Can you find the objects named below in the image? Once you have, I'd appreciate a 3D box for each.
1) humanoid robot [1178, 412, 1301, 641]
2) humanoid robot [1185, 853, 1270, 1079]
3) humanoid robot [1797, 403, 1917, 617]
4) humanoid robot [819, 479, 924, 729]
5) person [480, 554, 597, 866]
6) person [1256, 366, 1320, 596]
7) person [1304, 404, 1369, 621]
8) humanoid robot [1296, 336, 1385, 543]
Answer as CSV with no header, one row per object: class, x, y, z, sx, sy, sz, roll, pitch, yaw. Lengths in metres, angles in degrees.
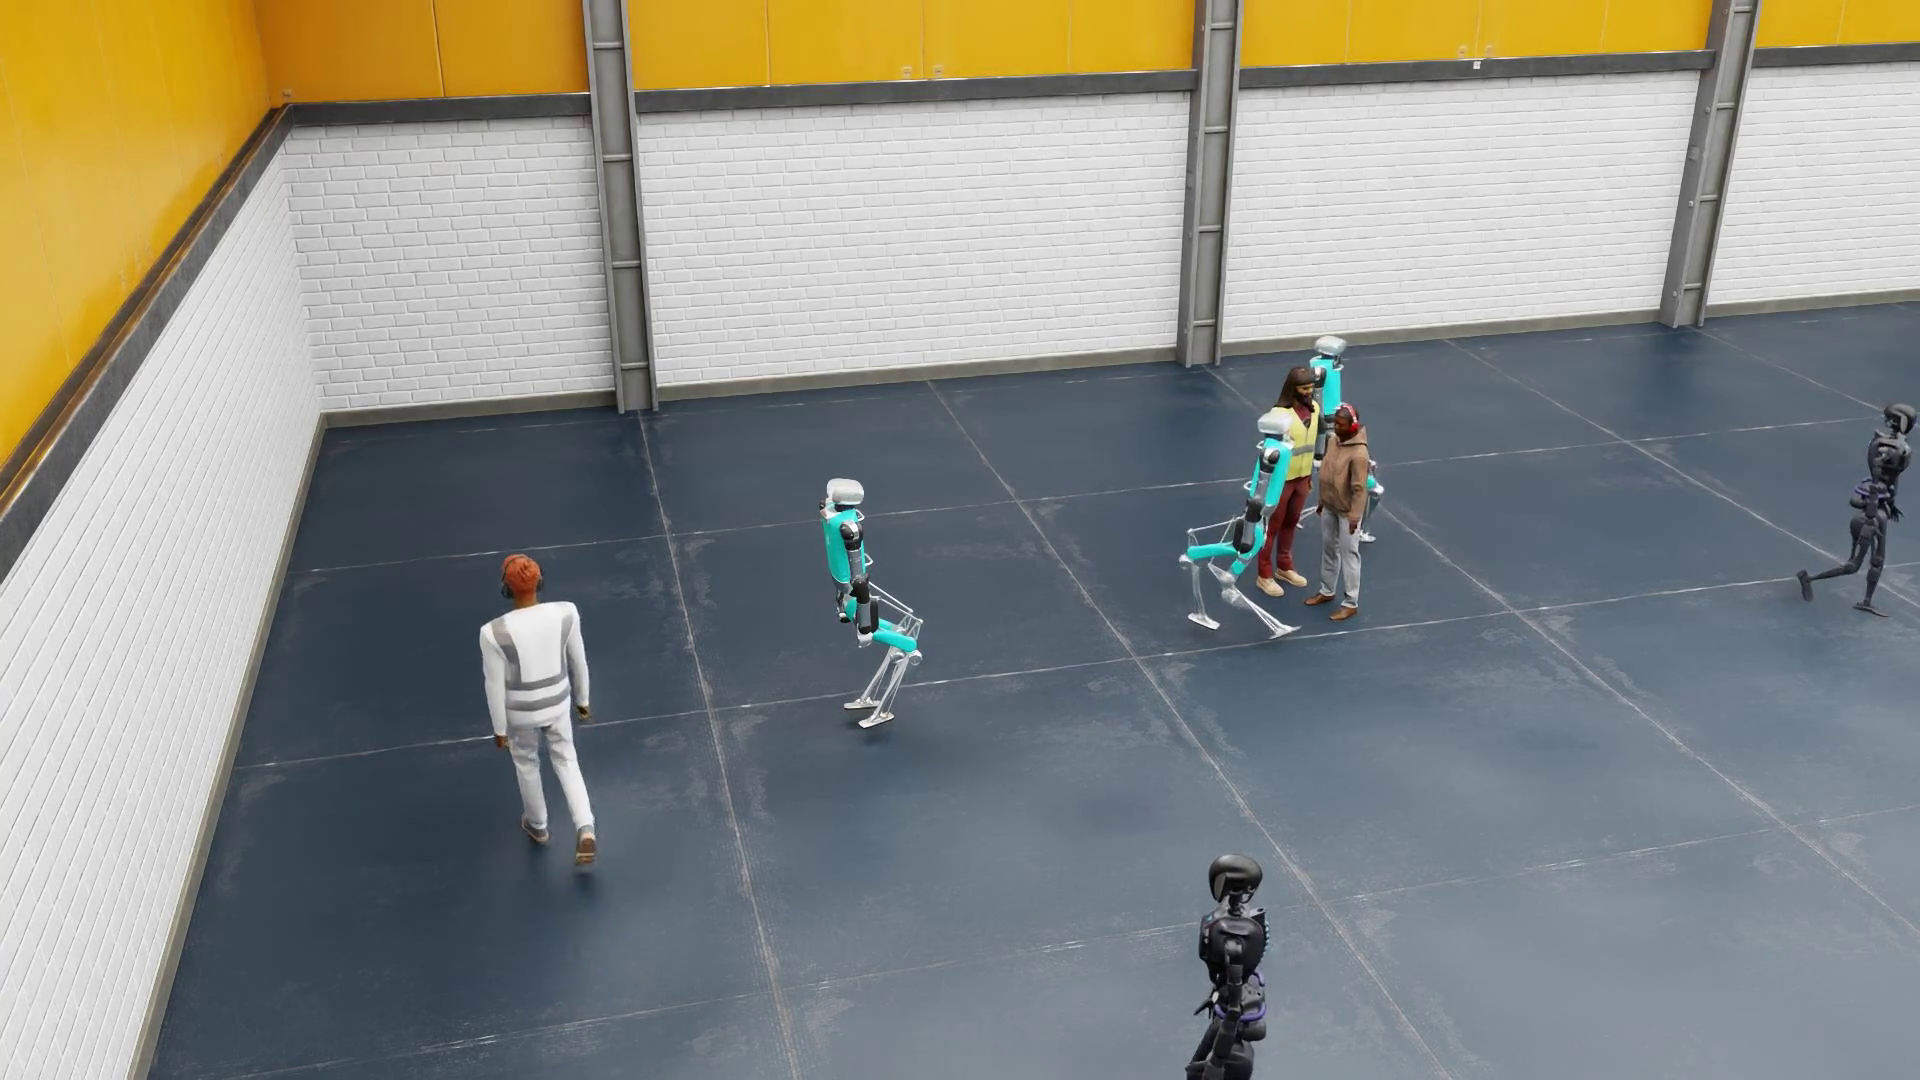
humanoid robot,1.958,-0.087,11.744,1.047,1.725,0.581,11,26,24
humanoid robot,1.141,2.040,6.984,0.380,1.648,0.600,3,24,8
humanoid robot,6.650,-0.253,12.211,0.647,1.640,0.593,21,31,39
humanoid robot,-0.501,0.376,10.519,0.735,1.677,0.533,-9,25,-20
person,-2.316,0.953,9.224,0.584,1.860,0.787,-15,28,-30
person,2.476,-0.461,12.548,0.466,1.768,0.380,-17,29,-33
person,2.793,-0.215,12.143,0.309,1.644,0.458,-11,26,-23
humanoid robot,3.086,-0.741,13.245,1.048,1.741,0.548,11,26,24
